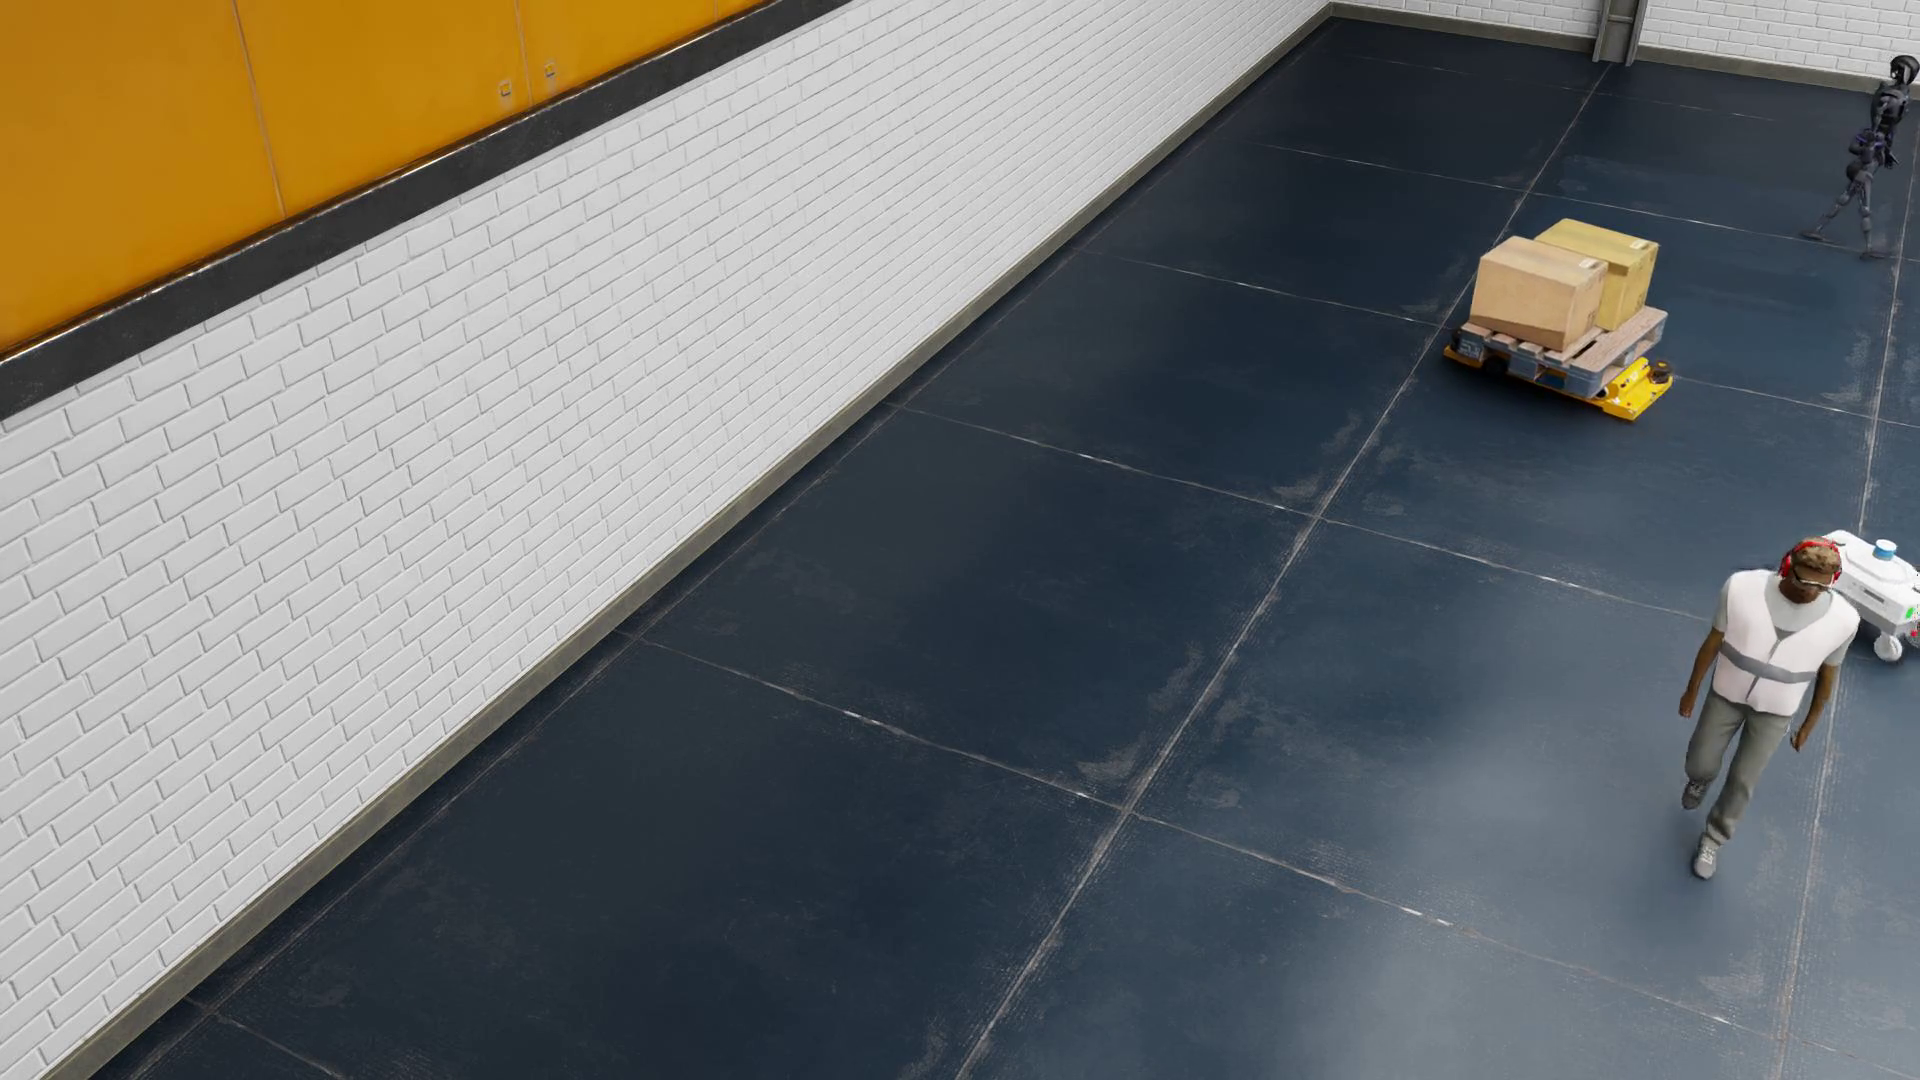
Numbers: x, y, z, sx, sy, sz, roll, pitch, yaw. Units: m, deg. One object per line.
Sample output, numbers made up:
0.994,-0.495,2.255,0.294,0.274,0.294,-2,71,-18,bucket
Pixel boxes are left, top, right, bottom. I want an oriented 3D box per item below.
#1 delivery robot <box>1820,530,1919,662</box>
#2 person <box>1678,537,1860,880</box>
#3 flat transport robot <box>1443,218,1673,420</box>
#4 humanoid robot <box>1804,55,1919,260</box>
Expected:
5.084,0.268,9.340,0.499,0.614,0.804,-16,37,-23,delivery robot
3.592,0.712,7.523,0.589,1.819,0.507,17,38,24,person
4.264,-1.275,11.874,1.431,0.231,0.659,26,42,33,flat transport robot
7.346,-3.081,13.335,0.764,1.629,0.597,29,43,36,humanoid robot
